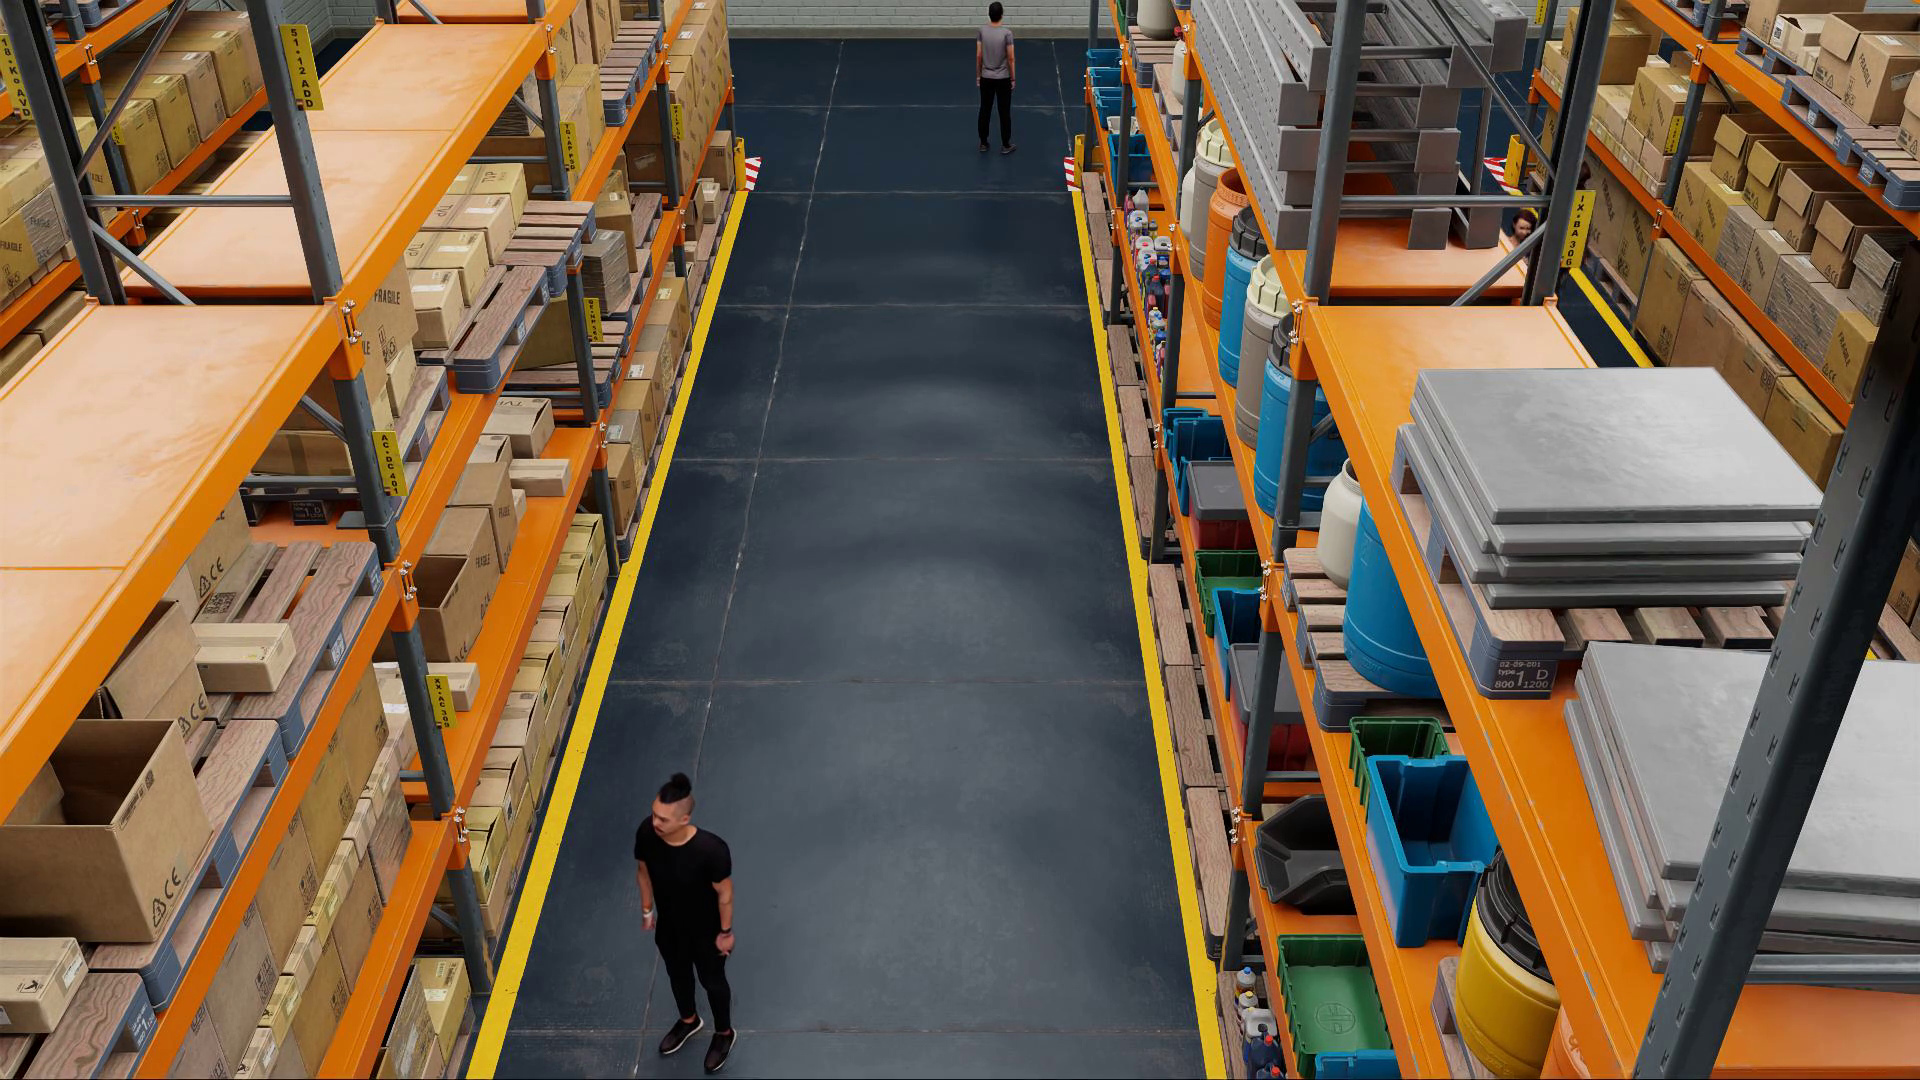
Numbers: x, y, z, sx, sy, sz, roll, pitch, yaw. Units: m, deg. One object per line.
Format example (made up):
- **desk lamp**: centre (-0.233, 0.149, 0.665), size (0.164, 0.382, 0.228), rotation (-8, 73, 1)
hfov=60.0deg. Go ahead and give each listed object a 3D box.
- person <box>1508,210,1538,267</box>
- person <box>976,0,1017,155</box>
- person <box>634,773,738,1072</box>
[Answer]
- **person**: centre (4.673, -2.044, 14.321), size (0.633, 1.755, 0.726), rotation (1, 33, 2)
- **person**: centre (0.417, -5.434, 19.535), size (0.689, 1.754, 0.650), rotation (11, 35, 16)
- **person**: centre (-1.335, 1.864, 8.208), size (0.767, 1.867, 0.740), rotation (14, 35, 20)
